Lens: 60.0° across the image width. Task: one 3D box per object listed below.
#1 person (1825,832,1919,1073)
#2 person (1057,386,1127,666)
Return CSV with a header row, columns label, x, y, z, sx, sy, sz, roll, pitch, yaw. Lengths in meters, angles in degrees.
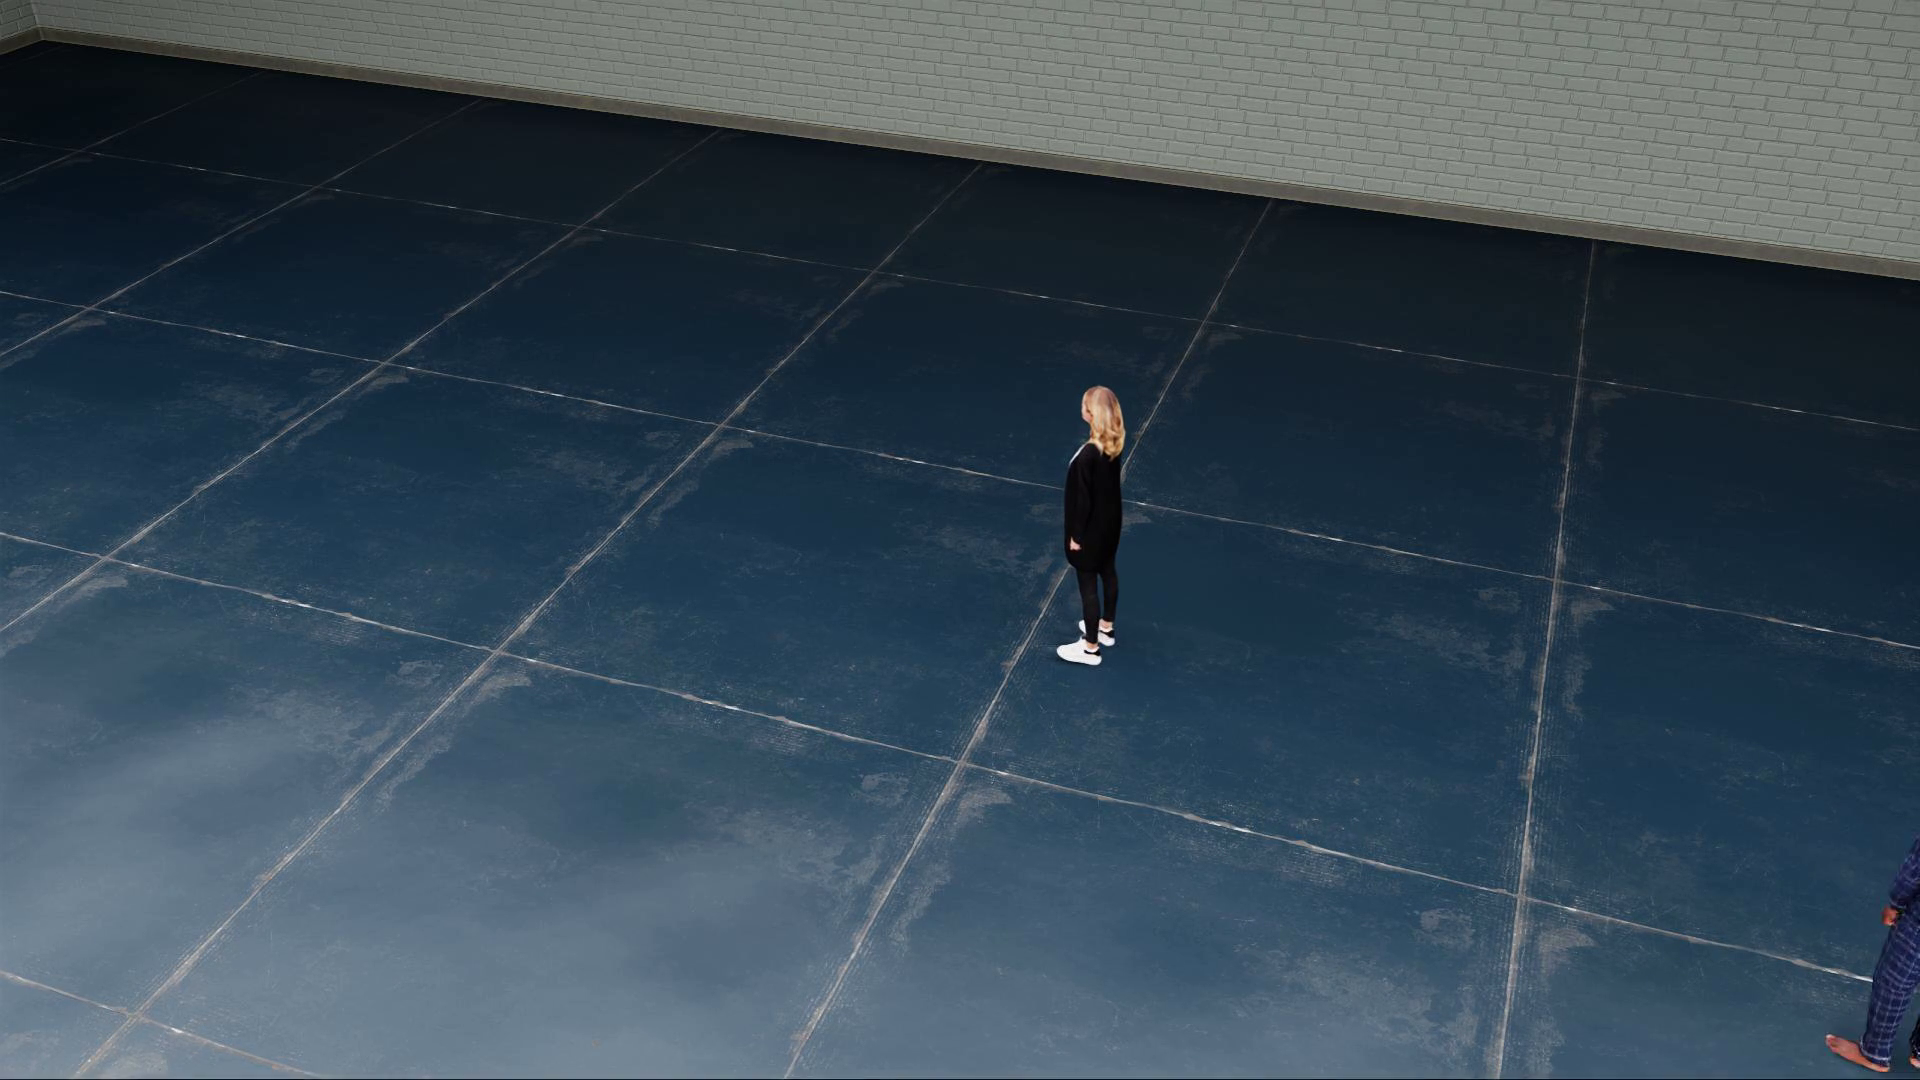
label,x,y,z,sx,sy,sz,roll,pitch,yaw
person,4.270,1.595,7.026,0.770,1.804,0.648,14,36,20
person,0.794,-0.079,9.603,0.709,1.801,0.538,20,38,27
